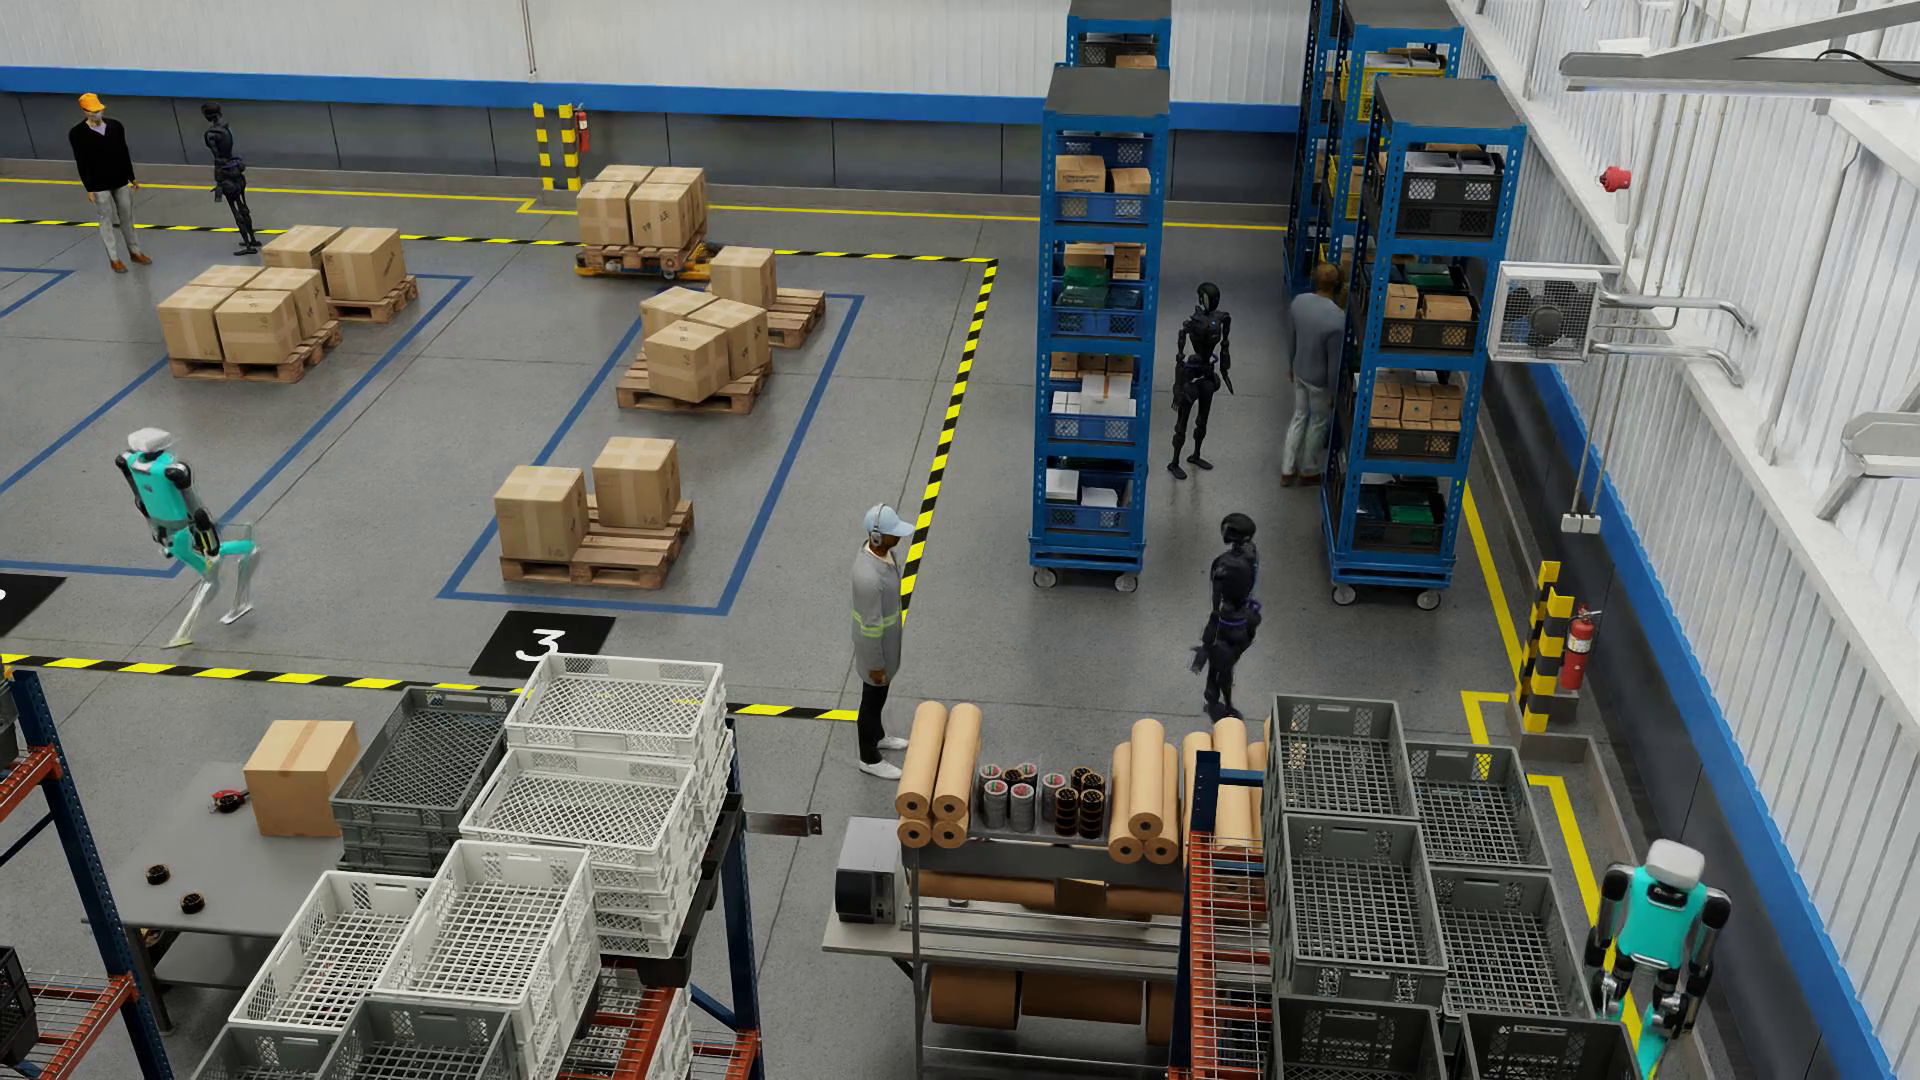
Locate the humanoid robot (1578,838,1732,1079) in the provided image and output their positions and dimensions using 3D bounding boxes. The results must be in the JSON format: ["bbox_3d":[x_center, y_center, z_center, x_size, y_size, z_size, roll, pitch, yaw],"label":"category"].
[{"bbox_3d":[2.976,2.246,7.382,0.535,1.773,0.957,13,33,21],"label":"humanoid robot"}]

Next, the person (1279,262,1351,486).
[{"bbox_3d":[2.838,-1.293,13.252,0.467,1.925,0.638,-15,34,-24],"label":"person"}]

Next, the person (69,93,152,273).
[{"bbox_3d":[-8.973,-3.782,17.565,0.385,1.884,0.585,20,36,30],"label":"person"}]

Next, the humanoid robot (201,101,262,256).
[{"bbox_3d":[-7.913,-3.920,17.991,0.315,1.657,0.599,-3,30,-4],"label":"humanoid robot"}]

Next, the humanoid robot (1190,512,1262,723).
[{"bbox_3d":[1.677,0.571,10.319,0.448,1.643,0.602,19,35,29],"label":"humanoid robot"}]

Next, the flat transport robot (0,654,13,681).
[{"bbox_3d":[-7.142,0.969,11.010,1.431,0.231,0.659,3,30,6],"label":"flat transport robot"}]

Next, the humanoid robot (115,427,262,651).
[{"bbox_3d":[-5.160,-0.065,11.305,0.536,1.729,0.958,10,32,17],"label":"humanoid robot"}]

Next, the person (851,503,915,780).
[{"bbox_3d":[-0.455,0.596,10.076,0.397,1.850,0.597,3,30,4],"label":"person"}]

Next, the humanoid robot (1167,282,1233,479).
[{"bbox_3d":[1.956,-1.311,13.511,0.599,1.657,0.315,-18,35,-28],"label":"humanoid robot"}]

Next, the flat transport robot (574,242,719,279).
[{"bbox_3d":[-3.356,-3.031,17.852,1.431,0.197,0.652,3,30,6],"label":"flat transport robot"}]
